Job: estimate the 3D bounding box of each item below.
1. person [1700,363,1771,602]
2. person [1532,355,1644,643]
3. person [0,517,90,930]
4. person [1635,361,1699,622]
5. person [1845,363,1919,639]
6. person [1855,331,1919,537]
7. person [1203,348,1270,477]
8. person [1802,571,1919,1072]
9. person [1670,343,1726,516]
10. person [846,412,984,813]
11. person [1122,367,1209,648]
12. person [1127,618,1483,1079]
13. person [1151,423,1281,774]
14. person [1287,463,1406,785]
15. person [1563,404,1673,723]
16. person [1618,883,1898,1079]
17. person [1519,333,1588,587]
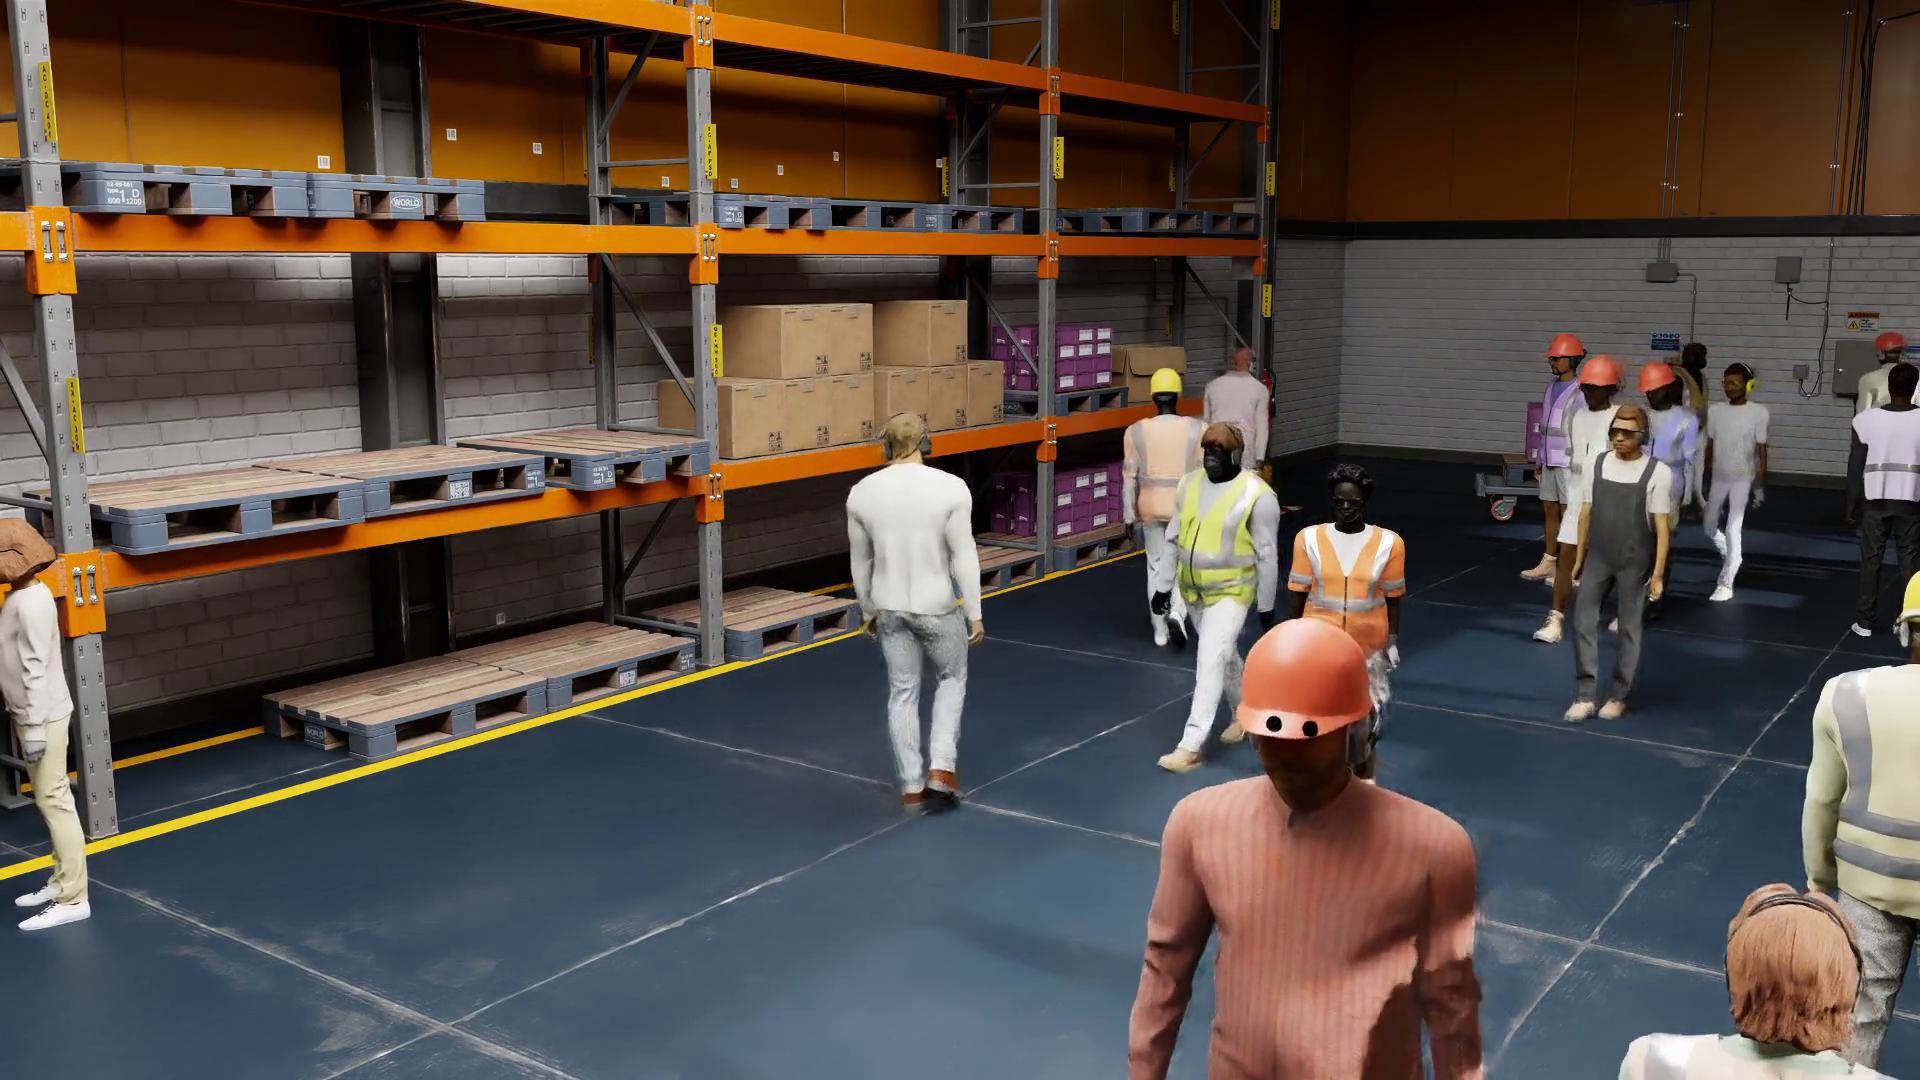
[{"bbox_3d":[6.017,-0.454,12.914,0.530,1.855,0.526,-8,13,-40],"label":"person"},{"bbox_3d":[4.441,-0.289,11.542,1.062,2.004,0.598,-7,12,-36],"label":"person"},{"bbox_3d":[-3.670,0.717,6.599,0.270,1.627,0.502,-6,11,-33],"label":"person"},{"bbox_3d":[5.192,-0.389,12.384,0.545,1.909,0.790,6,11,33],"label":"person"},{"bbox_3d":[6.493,-0.264,11.574,0.587,1.920,0.394,5,11,28],"label":"person"},{"bbox_3d":[8.670,-0.955,15.520,0.632,1.973,0.649,1,10,4],"label":"person"},{"bbox_3d":[2.452,-0.784,14.923,0.654,1.856,0.721,5,11,28],"label":"person"},{"bbox_3d":[2.652,0.953,4.587,0.600,1.829,0.404,7,12,35],"label":"person"},{"bbox_3d":[7.495,-1.154,17.282,0.648,1.791,0.928,-6,11,-33],"label":"person"},{"bbox_3d":[-0.208,0.347,7.964,0.685,1.909,0.446,3,10,17],"label":"person"},{"bbox_3d":[1.394,-0.199,11.197,0.622,1.912,0.475,2,10,10],"label":"person"},{"bbox_3d":[0.599,1.127,3.132,0.664,1.960,0.867,5,11,28],"label":"person"},{"bbox_3d":[1.363,0.271,8.788,0.976,1.796,0.627,-8,12,-39],"label":"person"},{"bbox_3d":[1.802,0.485,7.778,0.554,1.693,0.318,2,10,14],"label":"person"},{"bbox_3d":[3.674,0.152,9.362,0.555,1.824,0.676,8,12,39],"label":"person"},{"bbox_3d":[1.305,1.378,2.722,0.525,1.616,0.718,5,11,29],"label":"person"},{"bbox_3d":[4.857,-0.644,13.465,0.370,2.044,0.608,-3,10,-16],"label":"person"}]
